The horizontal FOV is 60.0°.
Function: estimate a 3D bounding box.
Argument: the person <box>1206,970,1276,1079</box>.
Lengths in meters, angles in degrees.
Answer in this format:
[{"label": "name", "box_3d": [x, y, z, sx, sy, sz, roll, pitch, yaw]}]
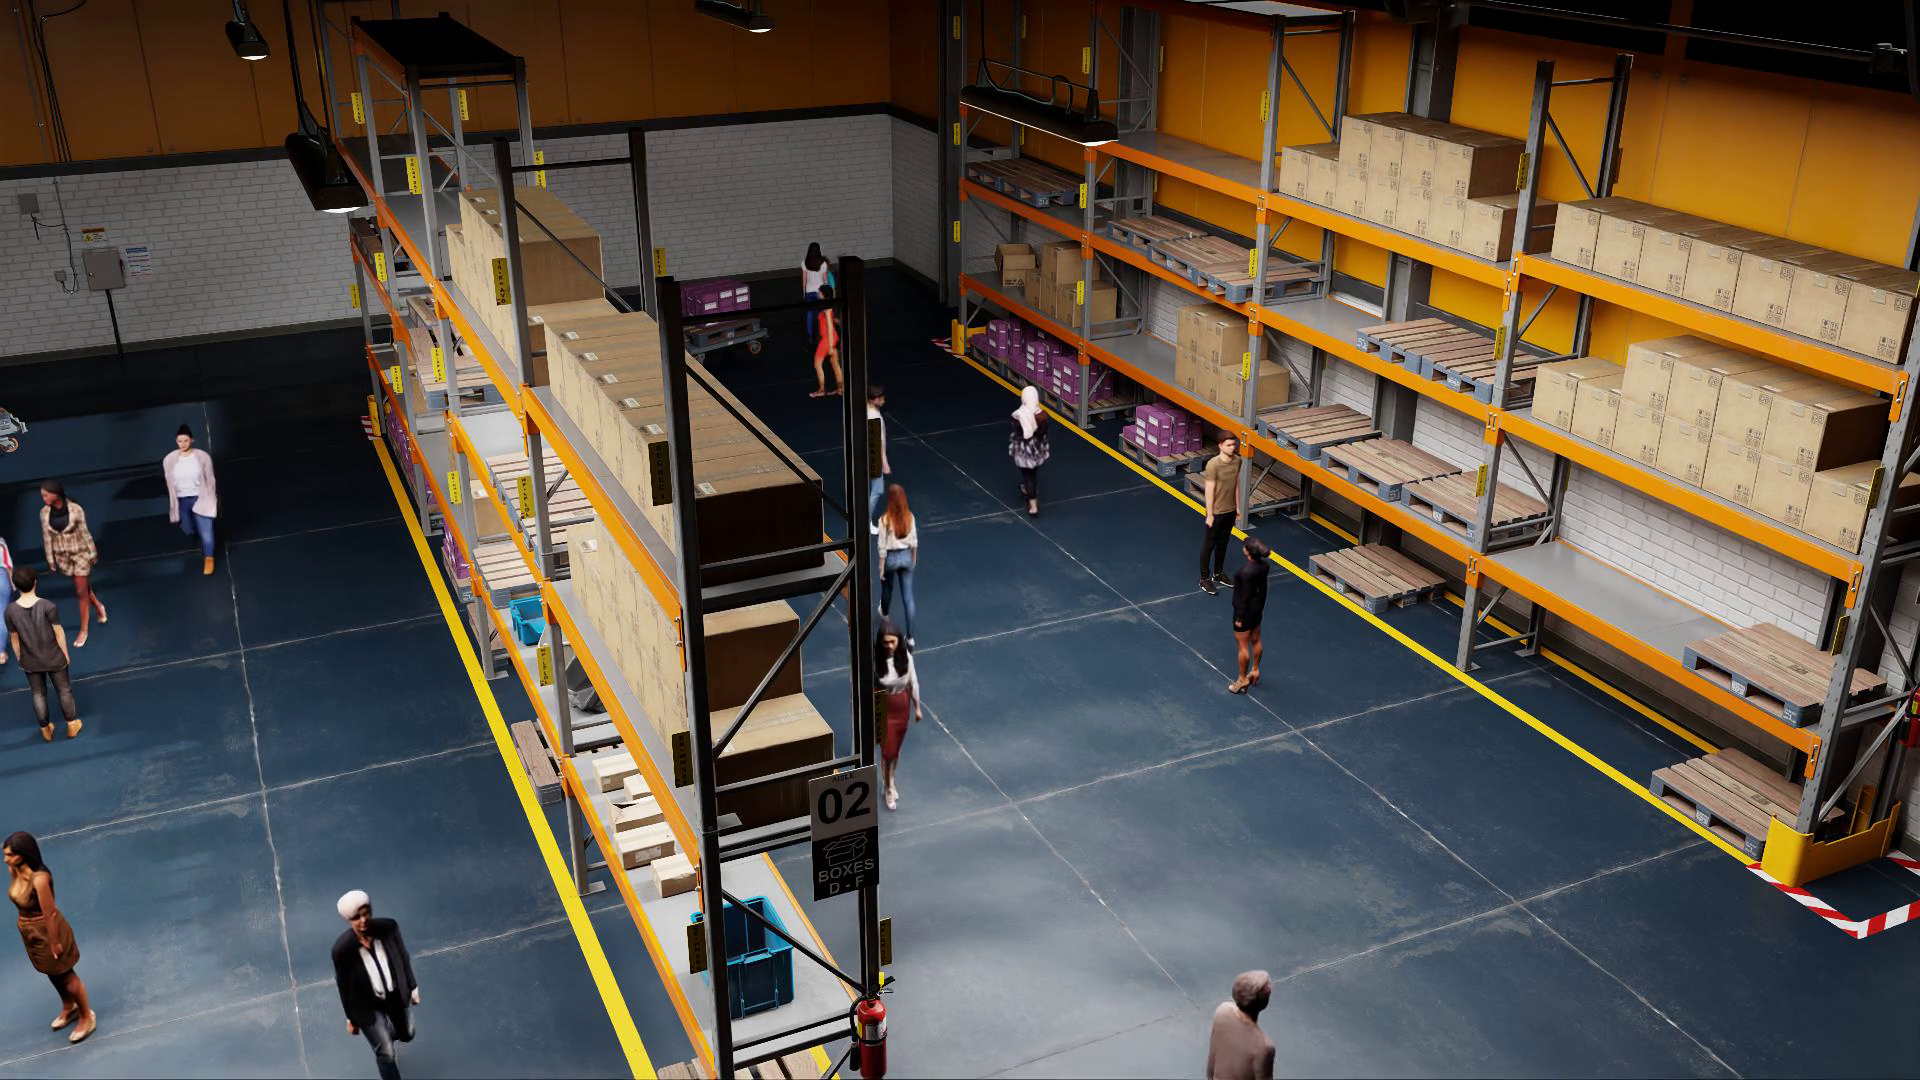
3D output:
[{"label": "person", "box_3d": [1.574, 3.383, 9.847, 0.748, 1.855, 0.797, -12, 26, -26]}]

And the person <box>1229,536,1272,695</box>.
[{"label": "person", "box_3d": [2.812, 0.722, 16.203, 0.719, 1.640, 0.677, 21, 31, 39]}]

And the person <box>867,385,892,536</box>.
[{"label": "person", "box_3d": [-1.100, -1.023, 19.929, 0.884, 1.853, 0.495, -17, 29, -34]}]

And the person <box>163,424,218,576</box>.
[{"label": "person", "box_3d": [-8.686, -0.495, 18.877, 0.842, 1.728, 1.023, -5, 24, -10]}]

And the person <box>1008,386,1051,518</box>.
[{"label": "person", "box_3d": [0.875, -1.045, 20.295, 0.753, 1.598, 1.080, -6, 24, -14]}]

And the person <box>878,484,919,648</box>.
[{"label": "person", "box_3d": [-0.613, 0.287, 17.147, 0.707, 1.679, 1.179, -7, 25, -16]}]

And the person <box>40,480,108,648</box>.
[{"label": "person", "box_3d": [-9.198, 0.191, 17.303, 0.849, 1.731, 1.159, -3, 24, -7]}]

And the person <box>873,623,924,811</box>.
[{"label": "person", "box_3d": [-0.617, 1.470, 14.374, 0.614, 1.734, 0.626, -10, 25, -21]}]

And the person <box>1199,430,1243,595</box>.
[{"label": "person", "box_3d": [2.880, -0.339, 18.365, 0.709, 1.851, 0.642, -17, 29, -34]}]

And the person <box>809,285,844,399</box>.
[{"label": "person", "box_3d": [-1.844, -2.902, 24.420, 0.816, 1.698, 0.795, 1, 24, 2]}]

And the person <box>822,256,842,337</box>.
[{"label": "person", "box_3d": [-2.134, -3.936, 27.129, 0.844, 1.423, 0.822, 16, 28, 32]}]

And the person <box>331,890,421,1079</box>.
[{"label": "person", "box_3d": [-3.770, 2.975, 10.901, 0.880, 1.764, 1.078, -17, 29, -34]}]

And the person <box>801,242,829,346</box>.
[{"label": "person", "box_3d": [-2.331, -3.968, 26.874, 0.674, 1.684, 0.729, 8, 25, 17]}]

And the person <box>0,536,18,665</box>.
[{"label": "person", "box_3d": [-9.773, 0.502, 16.799, 0.705, 1.566, 1.125, -8, 25, -17]}]

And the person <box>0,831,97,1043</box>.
[{"label": "person", "box_3d": [-6.340, 2.739, 11.533, 0.602, 1.683, 0.700, 15, 28, 30]}]

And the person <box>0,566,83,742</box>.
[{"label": "person", "box_3d": [-8.477, 1.051, 15.360, 0.650, 1.711, 0.610, -5, 24, -11]}]
